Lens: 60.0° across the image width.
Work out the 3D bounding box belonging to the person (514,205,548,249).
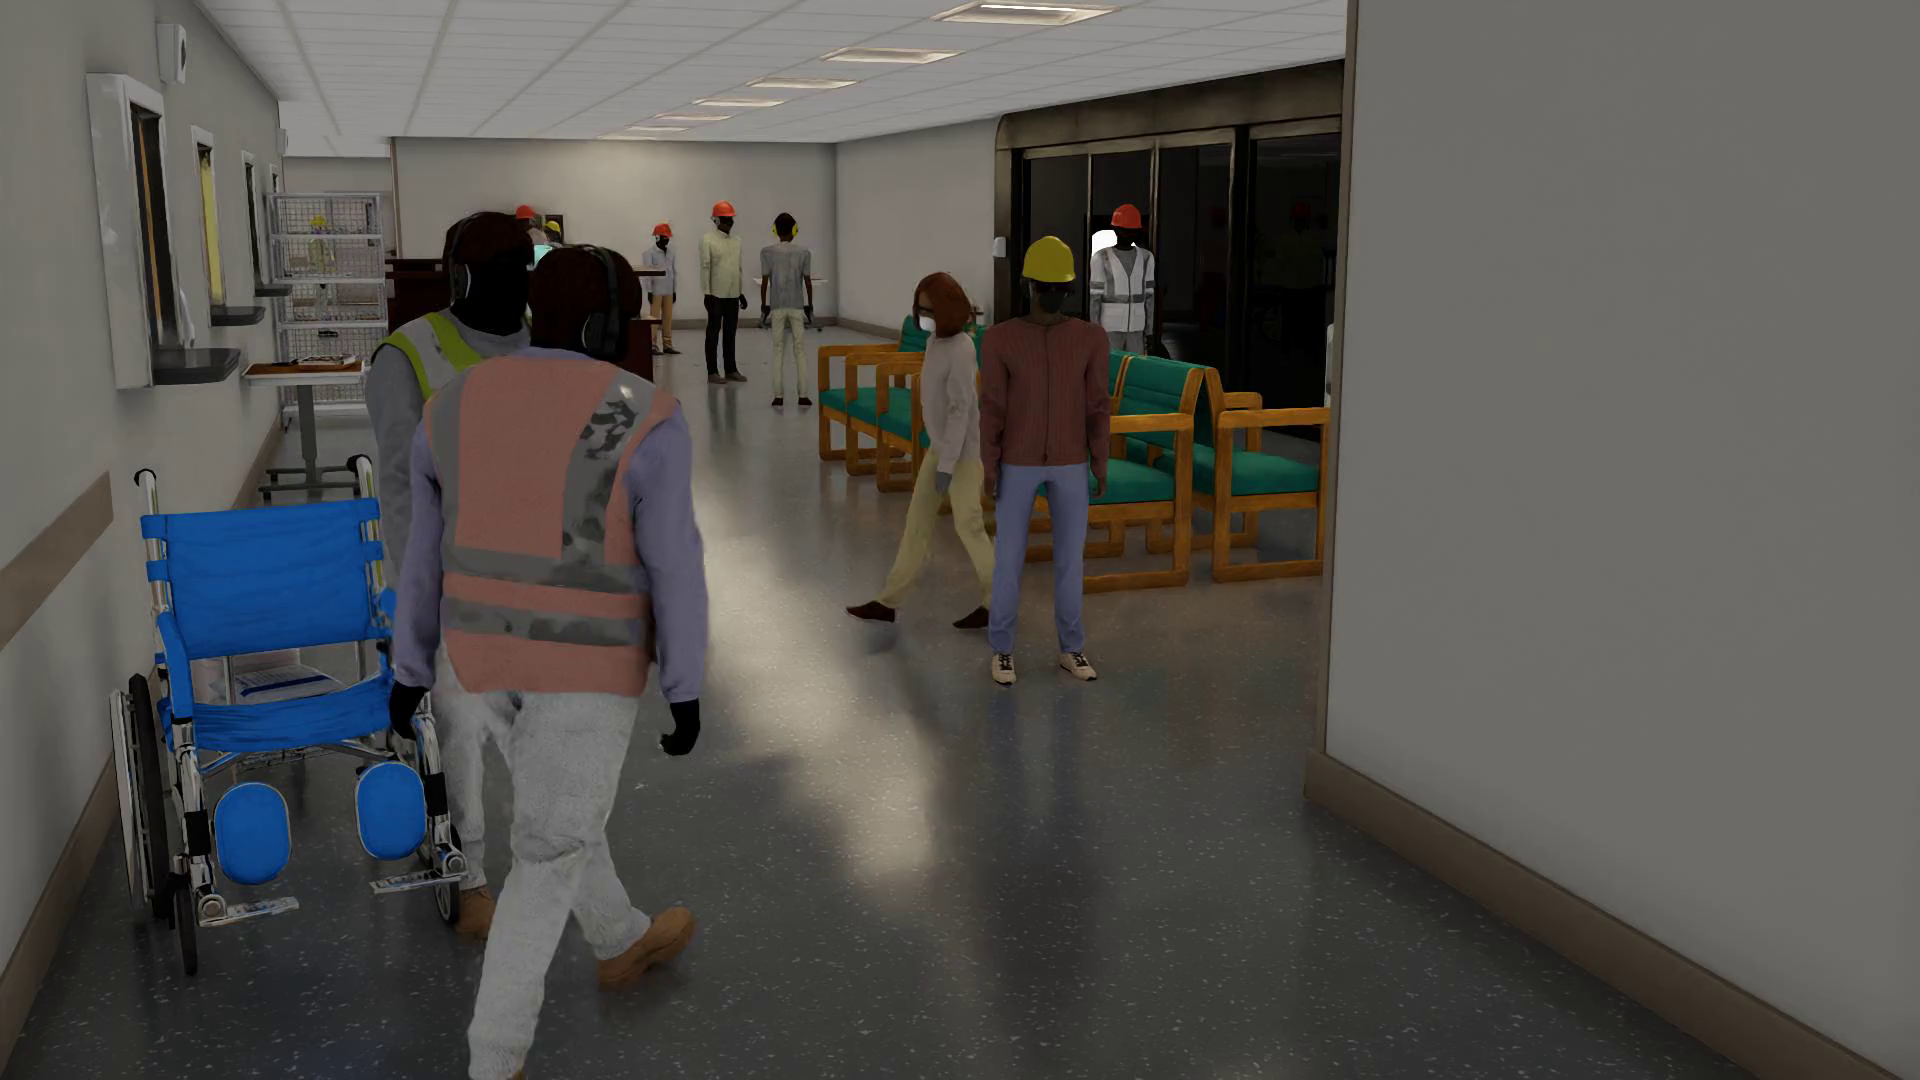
[{"bbox_3d":[-5.793,-3.488,22.302,0.617,1.969,0.679,5,12,24],"label":"person"}]

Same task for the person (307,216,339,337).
[{"bbox_3d":[-9.729,-4.015,25.383,0.404,1.833,0.590,-4,12,-21],"label":"person"}]

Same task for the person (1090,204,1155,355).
[{"bbox_3d":[1.310,-1.710,13.324,0.546,1.929,0.392,-3,12,-17],"label":"person"}]

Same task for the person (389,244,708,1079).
[{"bbox_3d":[-0.871,0.270,3.557,0.680,1.780,0.971,4,12,20],"label":"person"}]

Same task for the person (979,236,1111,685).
[{"bbox_3d":[0.335,-0.296,6.505,0.522,1.758,0.349,-2,11,-10],"label":"person"}]

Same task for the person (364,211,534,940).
[{"bbox_3d":[-1.182,0.085,4.322,0.429,1.844,0.627,9,14,39],"label":"person"}]

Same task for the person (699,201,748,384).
[{"bbox_3d":[-2.597,-2.723,18.330,0.378,1.996,0.610,9,14,39],"label":"person"}]

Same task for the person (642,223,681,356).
[{"bbox_3d":[-3.937,-3.315,22.020,0.352,1.743,0.564,8,13,34],"label":"person"}]

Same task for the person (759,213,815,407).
[{"bbox_3d":[-1.668,-2.207,16.024,0.532,1.864,0.312,-1,11,-5],"label":"person"}]

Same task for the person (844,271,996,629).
[{"bbox_3d":[-0.135,-0.364,7.255,0.804,1.593,0.547,-4,12,-18],"label":"person"}]
